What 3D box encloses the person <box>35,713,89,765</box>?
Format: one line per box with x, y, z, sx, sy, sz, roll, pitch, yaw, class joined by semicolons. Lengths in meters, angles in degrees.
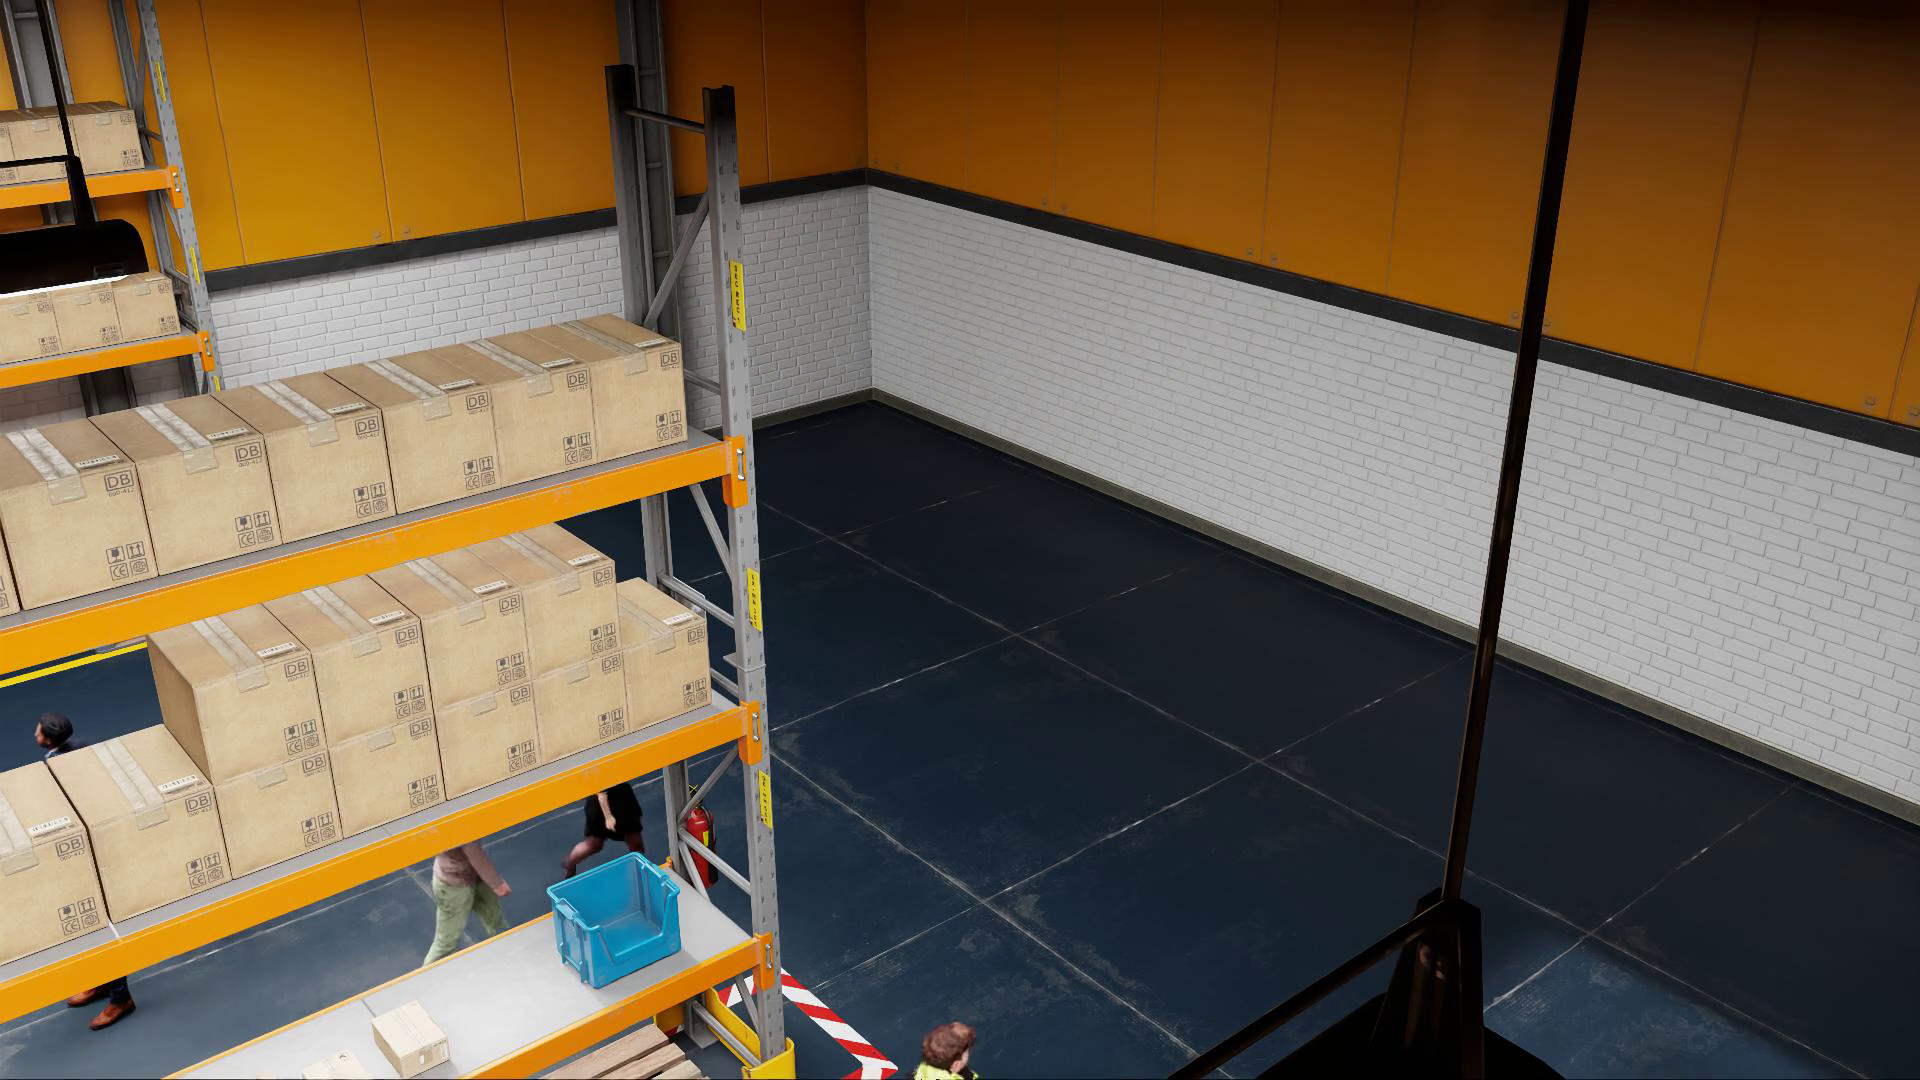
-5.859;1.945;11.287;1.193;1.679;1.119;1;24;3;person

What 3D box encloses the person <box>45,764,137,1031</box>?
-5.567;2.207;10.497;0.710;1.833;0.587;20;31;38;person

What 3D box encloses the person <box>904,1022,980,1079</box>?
-0.097;3.176;8.095;0.642;1.981;0.773;-15;28;-31;person
